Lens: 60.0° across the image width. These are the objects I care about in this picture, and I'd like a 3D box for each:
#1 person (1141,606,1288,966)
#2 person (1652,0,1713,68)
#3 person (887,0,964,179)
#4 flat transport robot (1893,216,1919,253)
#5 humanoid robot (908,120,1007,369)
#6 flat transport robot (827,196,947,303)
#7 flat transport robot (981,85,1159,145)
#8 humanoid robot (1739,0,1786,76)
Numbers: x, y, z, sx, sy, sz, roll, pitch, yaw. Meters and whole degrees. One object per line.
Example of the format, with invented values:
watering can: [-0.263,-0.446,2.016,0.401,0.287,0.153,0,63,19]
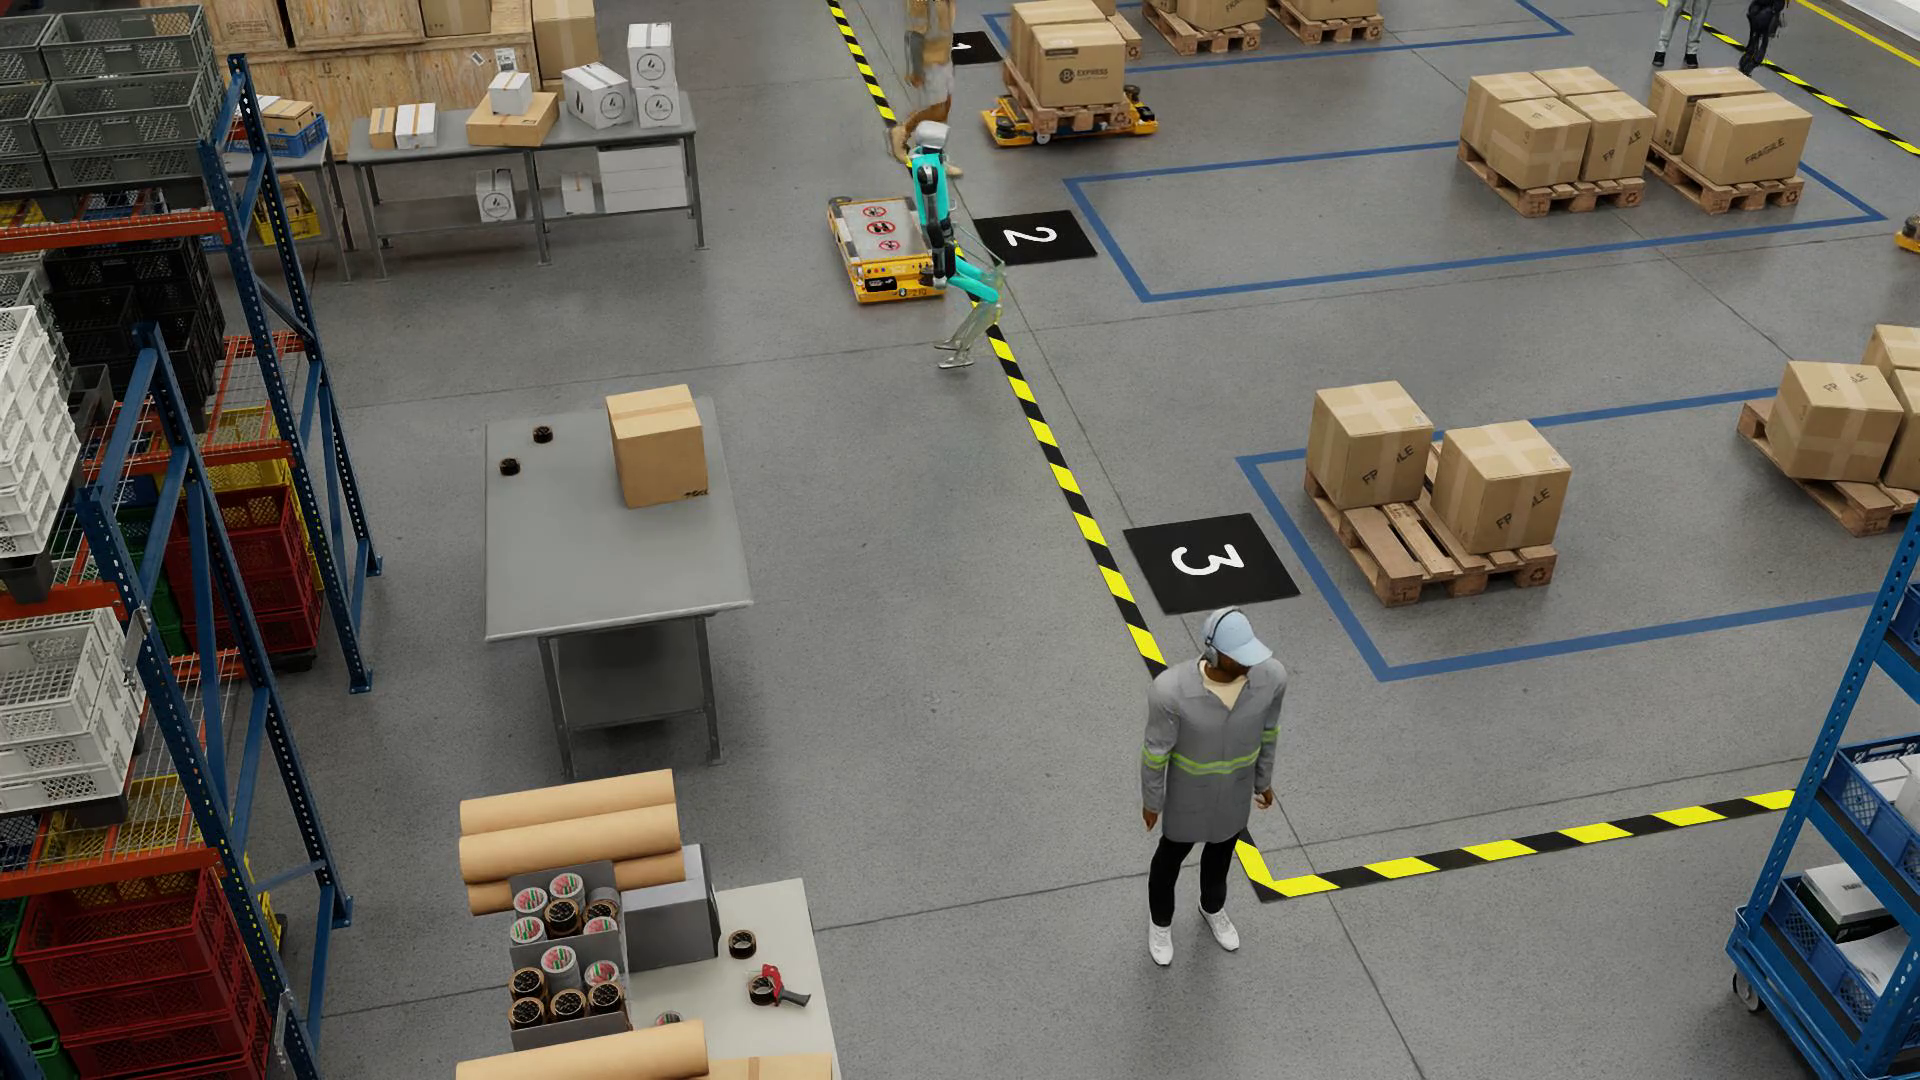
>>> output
person: [1.030,1.022,6.852,0.596,1.852,0.369,-9,38,-12]
person: [6.834,-5.289,15.348,0.589,1.836,0.404,7,37,9]
person: [-0.222,-3.880,13.299,0.579,2.018,0.618,19,41,24]
flat transport robot: [7.842,-2.134,12.399,0.652,0.197,1.431,-25,43,-29]
humanoid robot: [0.045,-1.898,10.762,0.735,1.677,0.533,-1,37,-1]
flat transport robot: [-0.570,-2.220,12.538,0.659,0.231,1.431,-8,37,-10]
flat transport robot: [0.955,-3.719,14.529,1.431,0.197,0.652,-8,37,-10]
humanoid robot: [7.134,-4.738,14.748,0.411,1.646,0.587,8,37,10]
